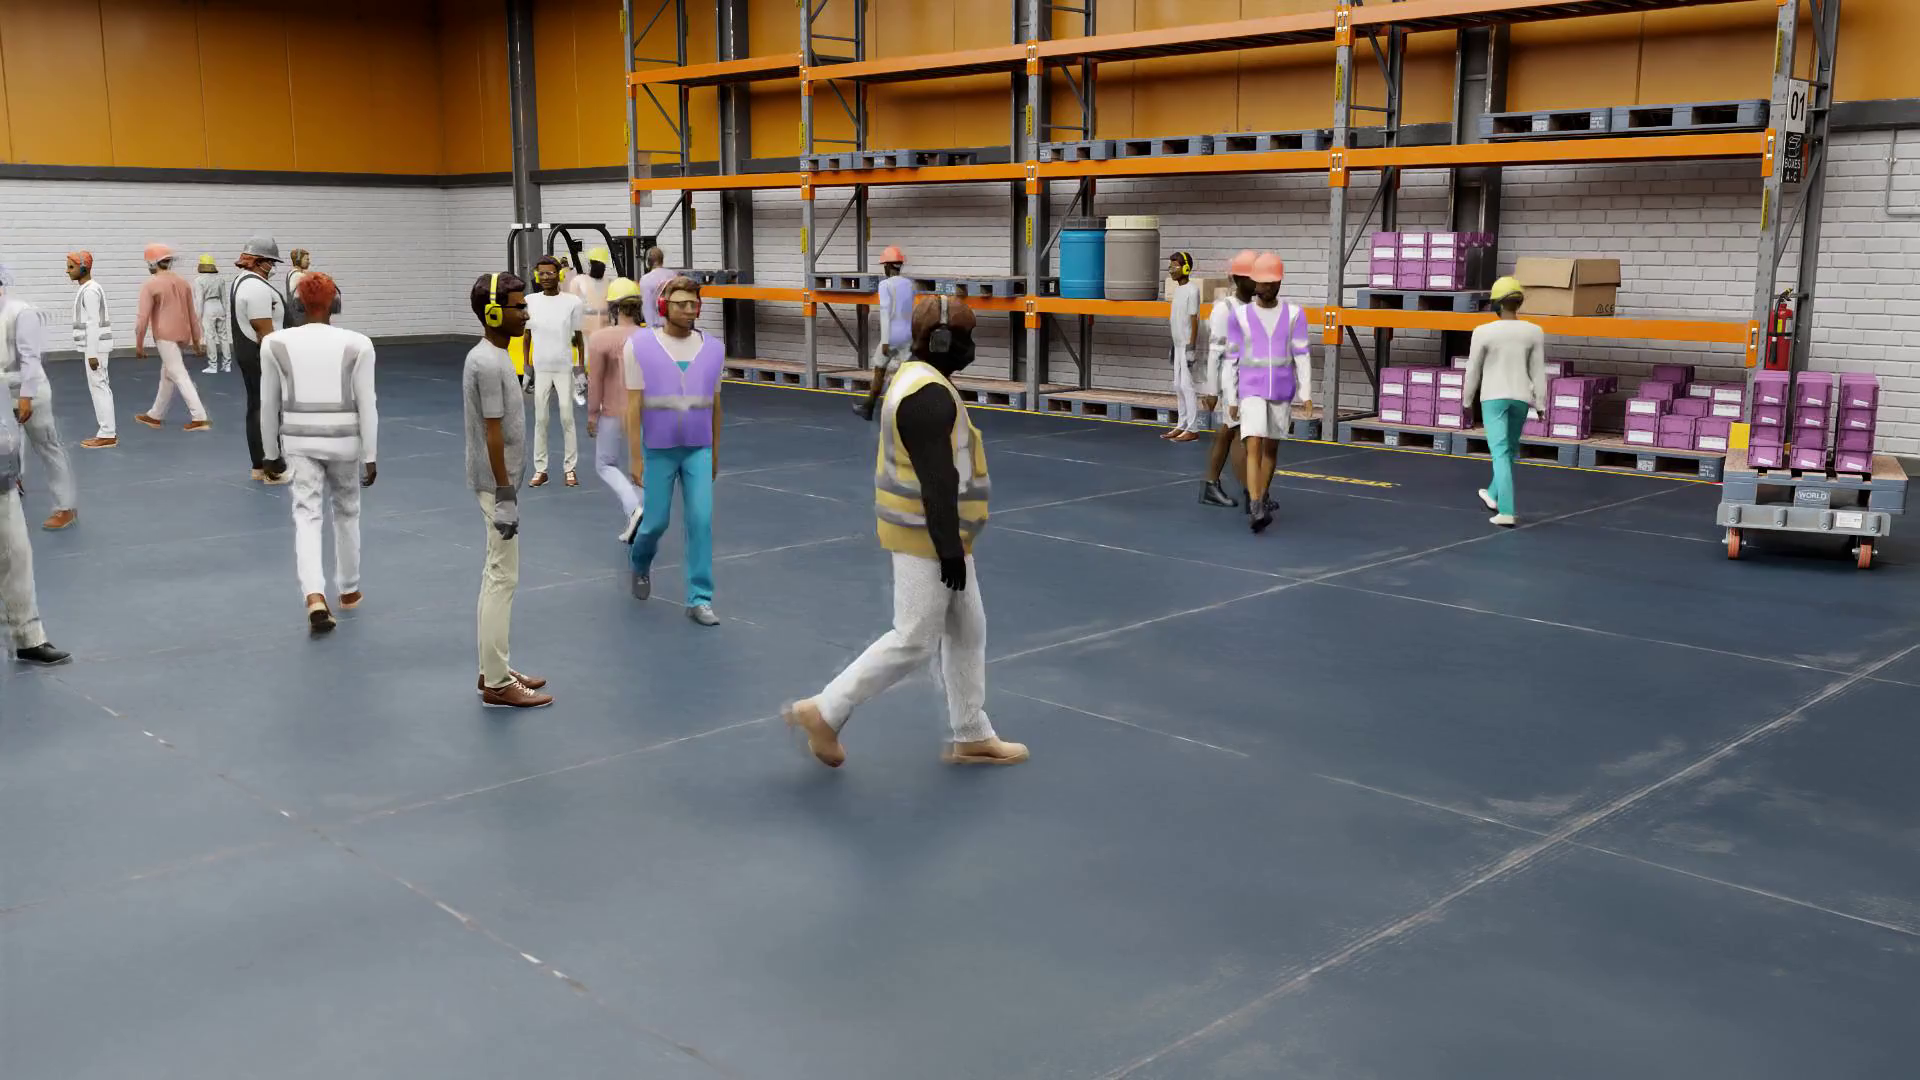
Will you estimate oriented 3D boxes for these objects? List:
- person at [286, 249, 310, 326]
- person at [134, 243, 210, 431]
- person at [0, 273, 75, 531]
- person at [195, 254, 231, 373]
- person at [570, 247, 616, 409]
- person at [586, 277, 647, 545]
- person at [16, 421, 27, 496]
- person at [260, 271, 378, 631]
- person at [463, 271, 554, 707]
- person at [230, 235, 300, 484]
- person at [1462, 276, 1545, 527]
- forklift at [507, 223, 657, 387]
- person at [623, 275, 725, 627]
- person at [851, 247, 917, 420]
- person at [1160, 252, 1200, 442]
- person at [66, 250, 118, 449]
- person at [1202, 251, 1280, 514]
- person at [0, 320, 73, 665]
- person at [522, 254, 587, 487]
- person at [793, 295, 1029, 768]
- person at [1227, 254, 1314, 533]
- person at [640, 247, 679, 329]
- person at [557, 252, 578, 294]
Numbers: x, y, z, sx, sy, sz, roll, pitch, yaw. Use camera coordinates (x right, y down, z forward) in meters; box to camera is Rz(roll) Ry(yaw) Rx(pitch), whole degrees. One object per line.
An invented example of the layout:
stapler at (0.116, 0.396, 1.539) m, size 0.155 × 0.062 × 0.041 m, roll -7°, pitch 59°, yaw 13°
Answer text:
person at (-8.806, -2.960, 22.225) m, size 0.329 × 1.842 × 0.509 m, roll -8°, pitch 13°, yaw -37°
person at (-8.229, -2.090, 17.240) m, size 1.045 × 1.934 × 0.638 m, roll 3°, pitch 11°, yaw 16°
person at (-6.365, -0.936, 11.065) m, size 0.632 × 1.871 × 1.022 m, roll 2°, pitch 11°, yaw 10°
person at (-11.083, -3.347, 24.601) m, size 0.310 × 1.742 × 0.508 m, roll 6°, pitch 12°, yaw 30°
person at (-4.283, -2.452, 19.313) m, size 0.612 × 1.894 × 0.829 m, roll -7°, pitch 13°, yaw -35°
person at (-2.130, -0.811, 10.732) m, size 0.543 × 1.751 × 0.487 m, roll -8°, pitch 13°, yaw -37°
person at (-7.508, -1.152, 13.045) m, size 0.505 × 1.587 × 0.874 m, roll -4°, pitch 11°, yaw -22°
person at (-3.333, -0.473, 8.667) m, size 0.589 × 1.849 × 0.941 m, roll -3°, pitch 11°, yaw -16°
person at (-1.968, -0.214, 7.180) m, size 0.311 × 1.869 × 0.532 m, roll -3°, pitch 11°, yaw -18°
person at (-5.664, -1.487, 13.651) m, size 0.536 × 2.000 × 0.677 m, roll -7°, pitch 13°, yaw -35°
person at (3.813, -0.991, 11.799) m, size 0.535 × 1.727 × 0.840 m, roll -2°, pitch 11°, yaw -9°
forklift at (-5.316, -3.263, 22.920) m, size 2.313 × 2.155 × 1.214 m, roll -10°, pitch 14°, yaw -44°
person at (-1.524, -0.485, 8.792) m, size 0.568 × 1.822 × 0.749 m, roll -6°, pitch 12°, yaw -28°
person at (-0.758, -2.201, 17.943) m, size 0.971 × 1.886 × 0.574 m, roll 10°, pitch 14°, yaw 42°
person at (2.197, -1.899, 16.407) m, size 0.320 × 1.861 × 0.515 m, roll -2°, pitch 11°, yaw -13°
person at (-8.276, -1.811, 15.877) m, size 0.350 × 1.877 × 0.578 m, roll -5°, pitch 12°, yaw -25°
person at (2.110, -1.141, 12.150) m, size 0.880 × 1.896 × 0.560 m, roll 9°, pitch 14°, yaw 41°
person at (-4.673, -0.281, 7.734) m, size 0.822 × 1.810 × 0.606 m, roll 1°, pitch 10°, yaw 6°
person at (-3.271, -1.357, 13.408) m, size 0.521 × 1.873 × 0.334 m, roll -1°, pitch 10°, yaw -3°
person at (-0.183, -0.008, 6.223) m, size 0.825 × 1.811 × 0.614 m, roll 0°, pitch 10°, yaw 1°
person at (2.124, -1.003, 11.416) m, size 0.571 × 1.884 × 0.971 m, roll 0°, pitch 10°, yaw 1°
person at (-3.601, -2.555, 19.915) m, size 1.037 × 1.881 × 0.653 m, roll 9°, pitch 14°, yaw 39°
person at (-6.127, -3.636, 26.146) m, size 0.523 × 1.761 × 0.323 m, roll 3°, pitch 11°, yaw 18°
